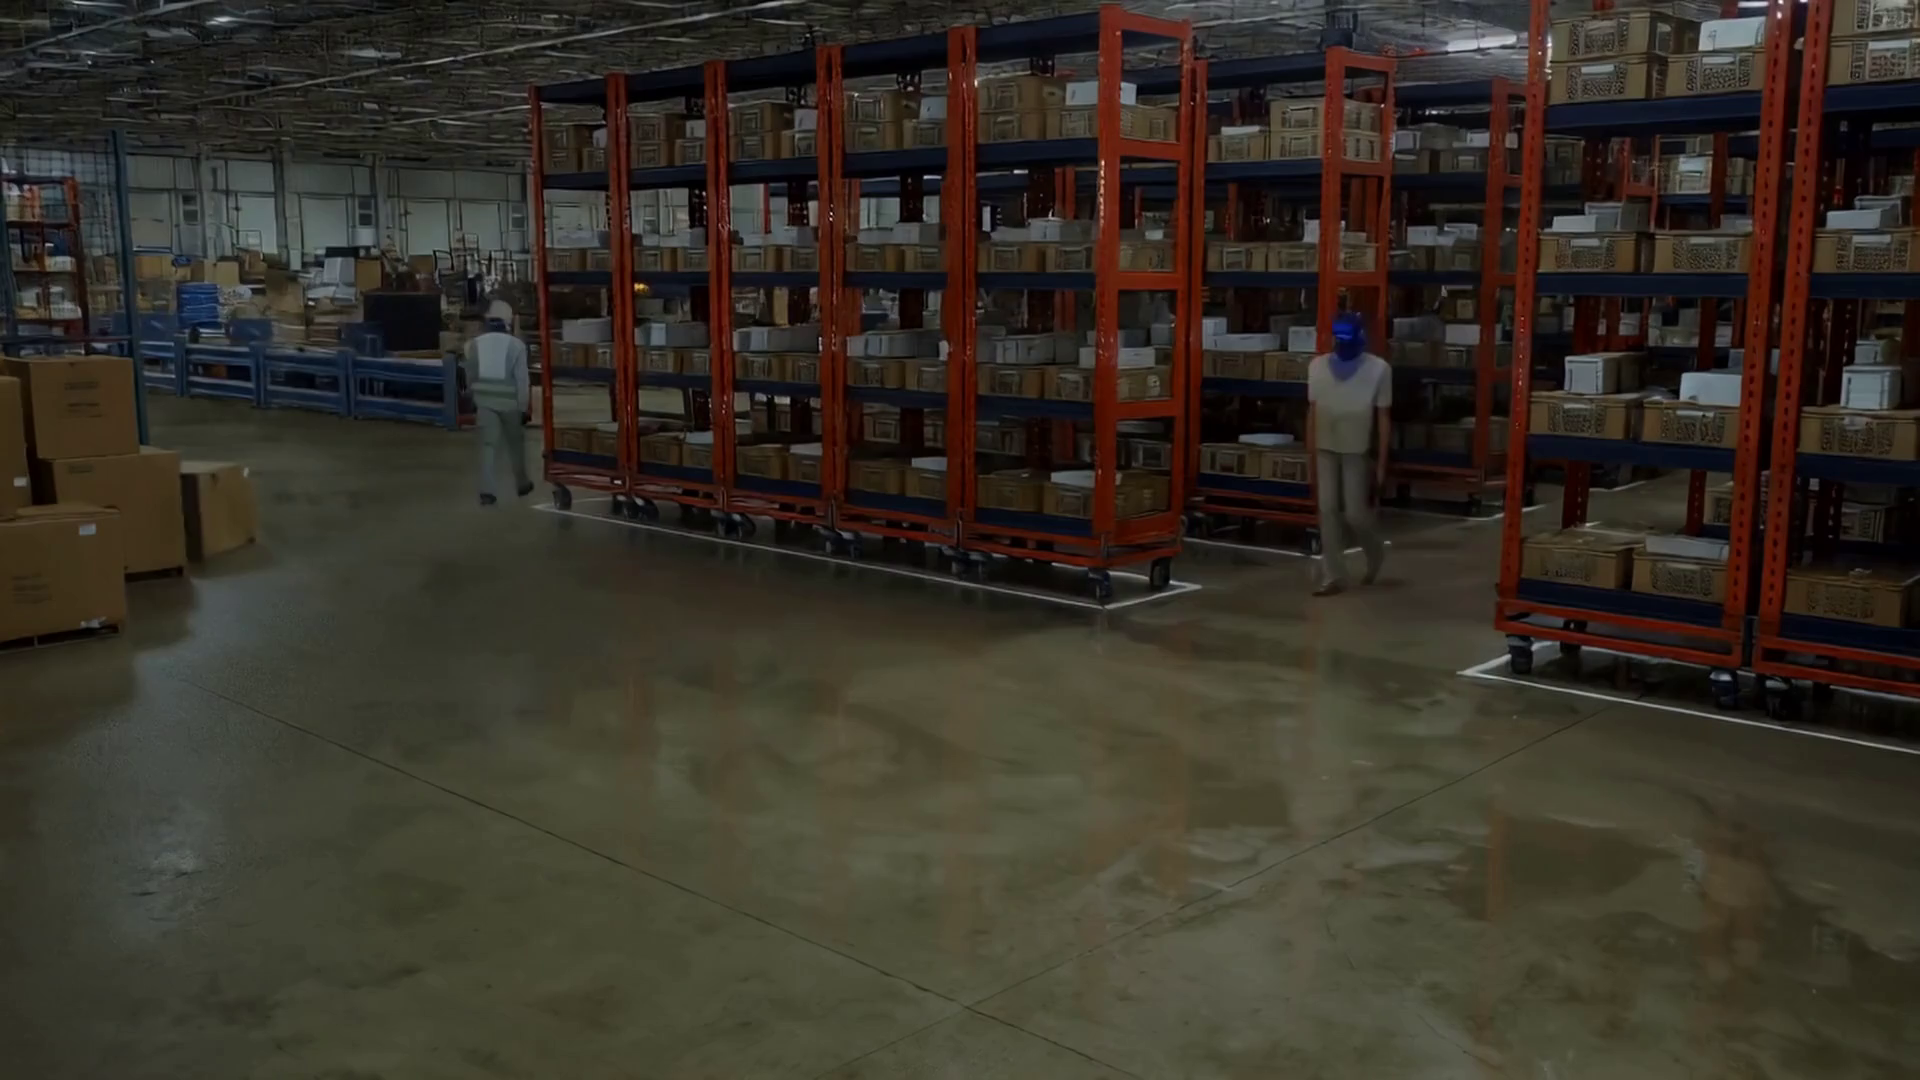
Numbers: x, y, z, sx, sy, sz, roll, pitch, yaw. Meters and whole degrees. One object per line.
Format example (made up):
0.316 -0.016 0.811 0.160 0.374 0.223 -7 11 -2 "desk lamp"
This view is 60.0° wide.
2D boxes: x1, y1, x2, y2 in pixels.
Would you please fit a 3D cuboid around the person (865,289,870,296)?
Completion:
-3.978 -10.361 71.123 0.552 1.680 0.541 2 10 13 "person"

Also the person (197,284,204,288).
-35.171 -11.366 77.193 0.490 1.723 0.643 8 12 39 "person"

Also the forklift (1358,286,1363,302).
11.100 -7.017 46.970 1.873 2.768 1.129 9 13 43 "forklift"

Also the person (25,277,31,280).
-42.999 -11.400 76.770 0.550 1.927 0.502 9 13 44 "person"

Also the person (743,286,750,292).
-10.462 -11.981 80.432 0.965 1.881 0.584 -2 9 -9 "person"

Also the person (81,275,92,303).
-29.663 -8.055 56.472 0.328 1.861 0.500 2 9 11 "person"

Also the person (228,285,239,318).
-19.121 -5.897 43.605 0.777 1.743 0.532 -7 12 -38 "person"

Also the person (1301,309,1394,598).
2.470 -0.544 10.526 0.563 1.826 0.492 8 12 41 "person"

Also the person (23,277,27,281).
-38.992 -10.237 69.615 0.446 1.926 0.648 -7 11 -35 "person"

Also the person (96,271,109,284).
-33.885 -9.639 65.757 0.617 1.990 0.393 5 11 30 "person"

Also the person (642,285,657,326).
-9.641 -7.194 51.702 0.416 1.686 0.540 9 13 44 "person"

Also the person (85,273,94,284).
-37.862 -10.665 72.299 0.607 1.907 0.426 6 11 33 "person"

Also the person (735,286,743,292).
-9.615 -10.592 71.961 0.562 1.888 1.011 5 10 27 "person"

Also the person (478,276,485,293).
-23.474 -12.016 81.146 0.883 1.728 0.532 7 12 36 "person"

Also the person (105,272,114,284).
-38.274 -11.092 74.829 0.401 1.939 0.602 4 10 22 "person"

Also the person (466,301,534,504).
-4.106 -1.224 14.805 0.604 1.786 0.933 1 9 5 "person"

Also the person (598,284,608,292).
-13.246 -8.893 61.036 0.982 2.000 0.683 -7 11 -36 "person"

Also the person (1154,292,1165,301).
7.485 -8.980 62.667 0.502 1.676 0.545 8 12 40 "person"

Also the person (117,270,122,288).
-26.216 -7.459 52.237 0.610 2.043 0.397 4 10 22 "person"
